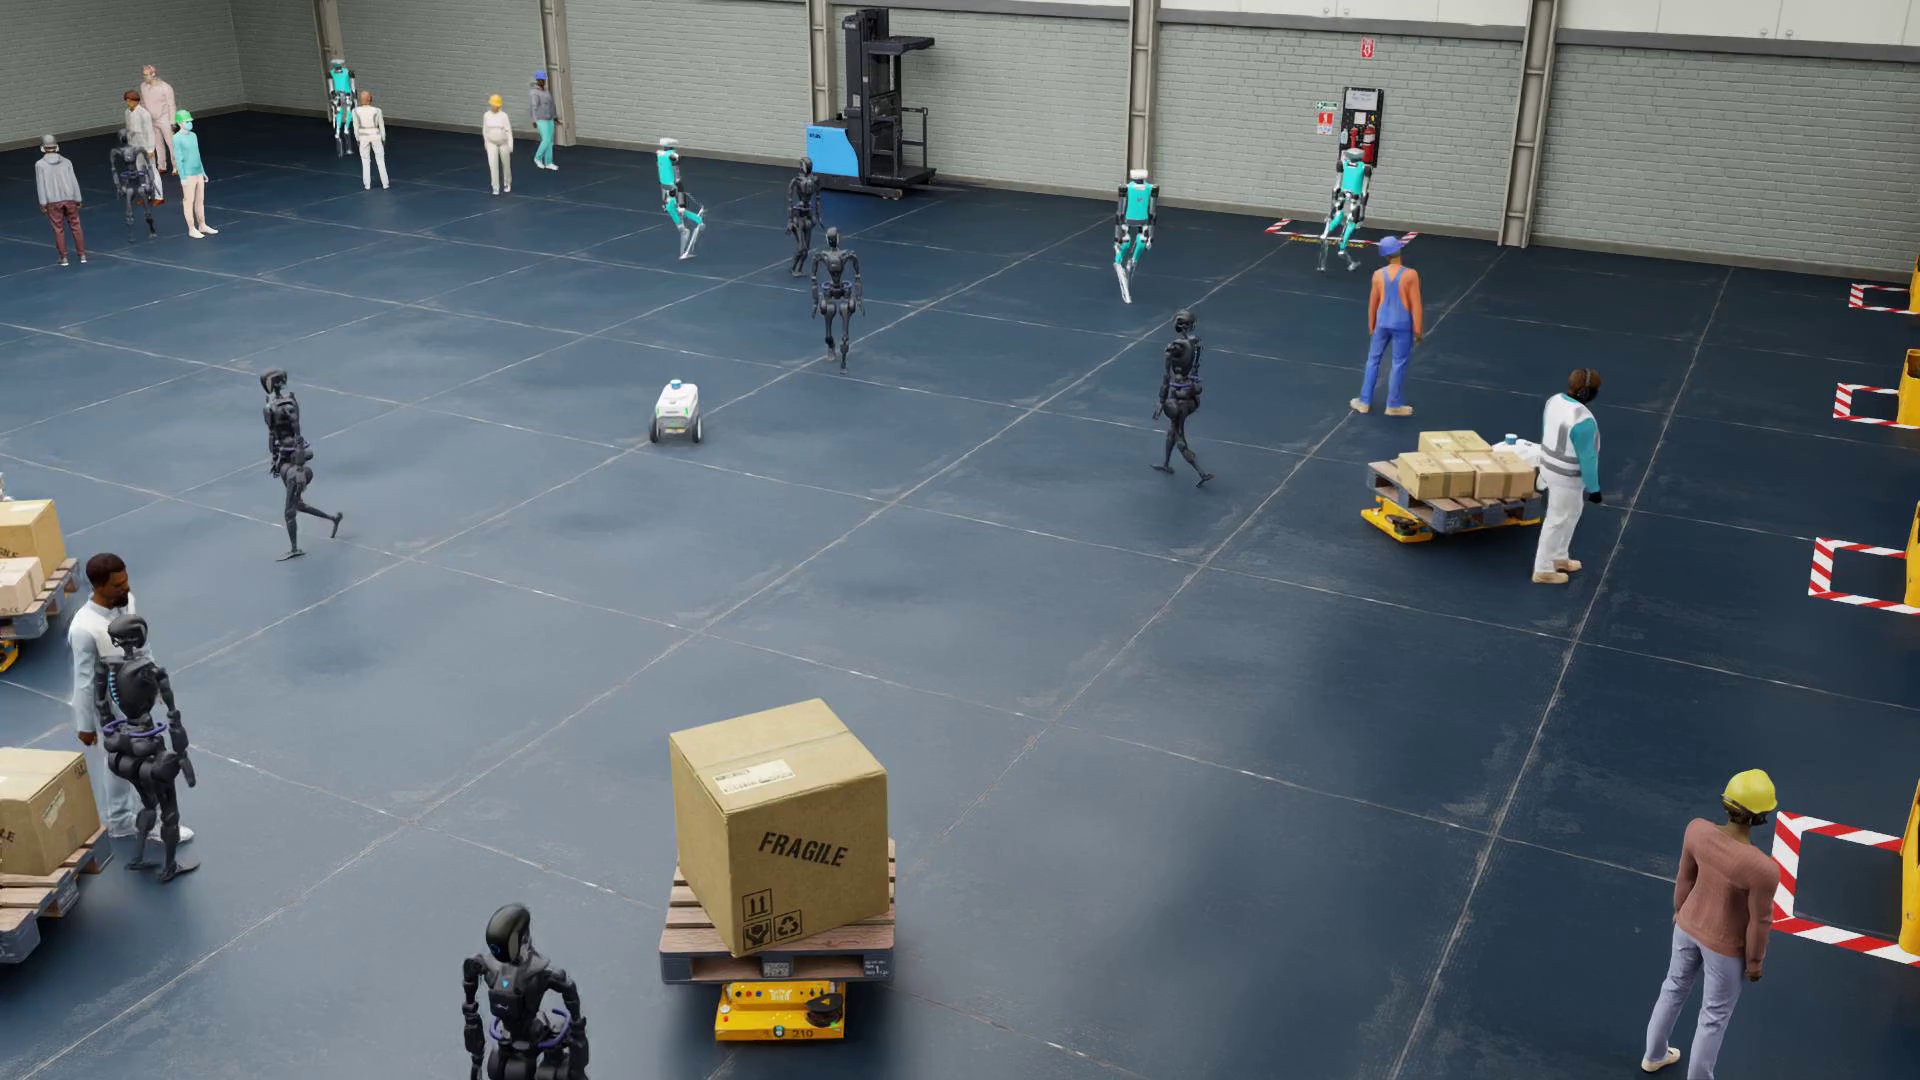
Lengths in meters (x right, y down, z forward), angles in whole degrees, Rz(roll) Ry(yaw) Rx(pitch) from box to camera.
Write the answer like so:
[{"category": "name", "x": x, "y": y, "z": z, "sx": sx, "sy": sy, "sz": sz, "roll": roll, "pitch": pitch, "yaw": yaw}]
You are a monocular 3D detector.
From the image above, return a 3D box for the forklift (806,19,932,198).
[{"category": "forklift", "x": -1.573, "y": -7.292, "z": 27.850, "sx": 1.873, "sy": 2.768, "sz": 1.129, "roll": 12, "pitch": 26, "yaw": 25}]

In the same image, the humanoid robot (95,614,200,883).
[{"category": "humanoid robot", "x": -4.705, "y": 1.220, "z": 9.557, "sx": 0.610, "sy": 1.649, "sz": 0.410, "roll": 7, "pitch": 24, "yaw": 17}]

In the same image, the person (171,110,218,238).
[{"category": "person", "x": -11.500, "y": -5.483, "z": 24.893, "sx": 0.351, "sy": 1.876, "sz": 0.516, "roll": 6, "pitch": 24, "yaw": 14}]

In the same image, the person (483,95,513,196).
[{"category": "person", "x": -7.689, "y": -6.571, "z": 27.691, "sx": 0.488, "sy": 1.650, "sz": 0.817, "roll": -3, "pitch": 23, "yaw": -7}]

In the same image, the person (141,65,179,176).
[{"category": "person", "x": -14.086, "y": -7.370, "z": 29.254, "sx": 0.637, "sy": 1.904, "sz": 0.406, "roll": 6, "pitch": 24, "yaw": 13}]

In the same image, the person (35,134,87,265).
[{"category": "person", "x": -12.627, "y": -4.779, "z": 23.344, "sx": 0.549, "sy": 1.806, "sz": 0.380, "roll": -20, "pitch": 30, "yaw": -38}]

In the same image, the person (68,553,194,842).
[{"category": "person", "x": -4.937, "y": 0.943, "z": 9.909, "sx": 0.636, "sy": 1.892, "sz": 0.582, "roll": -6, "pitch": 24, "yaw": -13}]

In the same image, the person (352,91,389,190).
[{"category": "person", "x": -9.995, "y": -6.773, "z": 28.211, "sx": 0.505, "sy": 1.630, "sz": 0.314, "roll": -6, "pitch": 24, "yaw": -13}]

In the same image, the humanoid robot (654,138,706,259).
[{"category": "humanoid robot", "x": -3.878, "y": -4.746, "z": 23.447, "sx": 0.737, "sy": 1.871, "sz": 0.538, "roll": -19, "pitch": 30, "yaw": -37}]

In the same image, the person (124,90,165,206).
[{"category": "person", "x": -13.289, "y": -6.364, "z": 27.004, "sx": 0.501, "sy": 1.830, "sz": 0.366, "roll": 8, "pitch": 24, "yaw": 17}]

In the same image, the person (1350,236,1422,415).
[{"category": "person", "x": 4.458, "y": -2.203, "z": 17.268, "sx": 0.672, "sy": 1.872, "sz": 0.361, "roll": 15, "pitch": 27, "yaw": 30}]

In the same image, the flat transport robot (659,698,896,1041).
[{"category": "flat transport robot", "x": -0.956, "y": 2.188, "z": 9.068, "sx": 0.659, "sy": 0.231, "sz": 1.431, "roll": -1, "pitch": 23, "yaw": -2}]

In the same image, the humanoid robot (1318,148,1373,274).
[{"category": "humanoid robot", "x": 5.164, "y": -4.394, "z": 22.586, "sx": 0.530, "sy": 1.761, "sz": 1.069, "roll": 19, "pitch": 30, "yaw": 37}]

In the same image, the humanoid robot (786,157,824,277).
[{"category": "humanoid robot", "x": -2.140, "y": -4.387, "z": 22.609, "sx": 0.590, "sy": 1.640, "sz": 0.392, "roll": -21, "pitch": 31, "yaw": -40}]

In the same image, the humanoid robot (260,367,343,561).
[{"category": "humanoid robot", "x": -5.563, "y": -0.677, "z": 13.988, "sx": 0.688, "sy": 1.634, "sz": 0.616, "roll": -21, "pitch": 31, "yaw": -40}]

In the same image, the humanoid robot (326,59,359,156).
[{"category": "humanoid robot", "x": -11.483, "y": -7.928, "z": 30.881, "sx": 0.539, "sy": 1.882, "sz": 0.729, "roll": 0, "pitch": 23, "yaw": 1}]

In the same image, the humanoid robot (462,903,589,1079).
[{"category": "humanoid robot", "x": -1.841, "y": 2.234, "z": 7.191, "sx": 0.600, "sy": 1.645, "sz": 0.424, "roll": 5, "pitch": 24, "yaw": 12}]

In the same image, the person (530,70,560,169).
[{"category": "person", "x": -7.418, "y": -7.503, "z": 29.732, "sx": 0.419, "sy": 1.763, "sz": 0.545, "roll": 9, "pitch": 25, "yaw": 20}]

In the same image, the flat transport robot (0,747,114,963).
[{"category": "flat transport robot", "x": -5.513, "y": 2.120, "z": 9.227, "sx": 0.659, "sy": 0.231, "sz": 1.431, "roll": 1, "pitch": 23, "yaw": 2}]

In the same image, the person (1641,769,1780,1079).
[{"category": "person", "x": 3.605, "y": 1.877, "z": 7.911, "sx": 0.339, "sy": 1.760, "sz": 0.522, "roll": -10, "pitch": 25, "yaw": -22}]

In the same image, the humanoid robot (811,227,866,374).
[{"category": "humanoid robot", "x": -1.371, "y": -2.735, "z": 18.767, "sx": 0.609, "sy": 1.642, "sz": 0.546, "roll": -1, "pitch": 23, "yaw": -3}]

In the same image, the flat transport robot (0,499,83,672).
[{"category": "flat transport robot", "x": -7.442, "y": 0.642, "z": 12.669, "sx": 0.659, "sy": 0.231, "sz": 1.431, "roll": -4, "pitch": 23, "yaw": -8}]

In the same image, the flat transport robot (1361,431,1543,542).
[{"category": "flat transport robot", "x": 4.360, "y": -0.253, "z": 14.751, "sx": 1.431, "sy": 0.231, "sz": 0.659, "roll": -8, "pitch": 25, "yaw": -18}]

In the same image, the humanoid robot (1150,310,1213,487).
[{"category": "humanoid robot", "x": 2.115, "y": -1.329, "z": 15.547, "sx": 0.755, "sy": 1.652, "sz": 0.589, "roll": 19, "pitch": 30, "yaw": 37}]

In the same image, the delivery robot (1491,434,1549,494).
[{"category": "delivery robot", "x": 5.088, "y": -0.683, "z": 15.412, "sx": 0.805, "sy": 0.612, "sz": 0.499, "roll": -15, "pitch": 28, "yaw": -31}]

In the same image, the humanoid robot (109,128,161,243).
[{"category": "humanoid robot", "x": -12.230, "y": -5.275, "z": 24.709, "sx": 0.604, "sy": 1.649, "sz": 0.575, "roll": -11, "pitch": 25, "yaw": -23}]

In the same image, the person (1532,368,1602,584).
[{"category": "person", "x": 4.968, "y": -0.500, "z": 13.353, "sx": 0.620, "sy": 1.827, "sz": 0.645, "roll": 0, "pitch": 23, "yaw": -1}]

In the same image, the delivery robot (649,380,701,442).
[{"category": "delivery robot", "x": -2.869, "y": -1.311, "z": 16.876, "sx": 0.499, "sy": 0.613, "sz": 0.817, "roll": 0, "pitch": 23, "yaw": -1}]

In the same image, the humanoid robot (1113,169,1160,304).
[{"category": "humanoid robot", "x": 2.213, "y": -3.923, "z": 21.545, "sx": 0.546, "sy": 1.859, "sz": 0.838, "roll": -3, "pitch": 23, "yaw": -6}]

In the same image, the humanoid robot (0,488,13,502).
[{"category": "humanoid robot", "x": -8.032, "y": -0.458, "z": 13.368, "sx": 1.035, "sy": 1.716, "sz": 0.557, "roll": -19, "pitch": 30, "yaw": -37}]
